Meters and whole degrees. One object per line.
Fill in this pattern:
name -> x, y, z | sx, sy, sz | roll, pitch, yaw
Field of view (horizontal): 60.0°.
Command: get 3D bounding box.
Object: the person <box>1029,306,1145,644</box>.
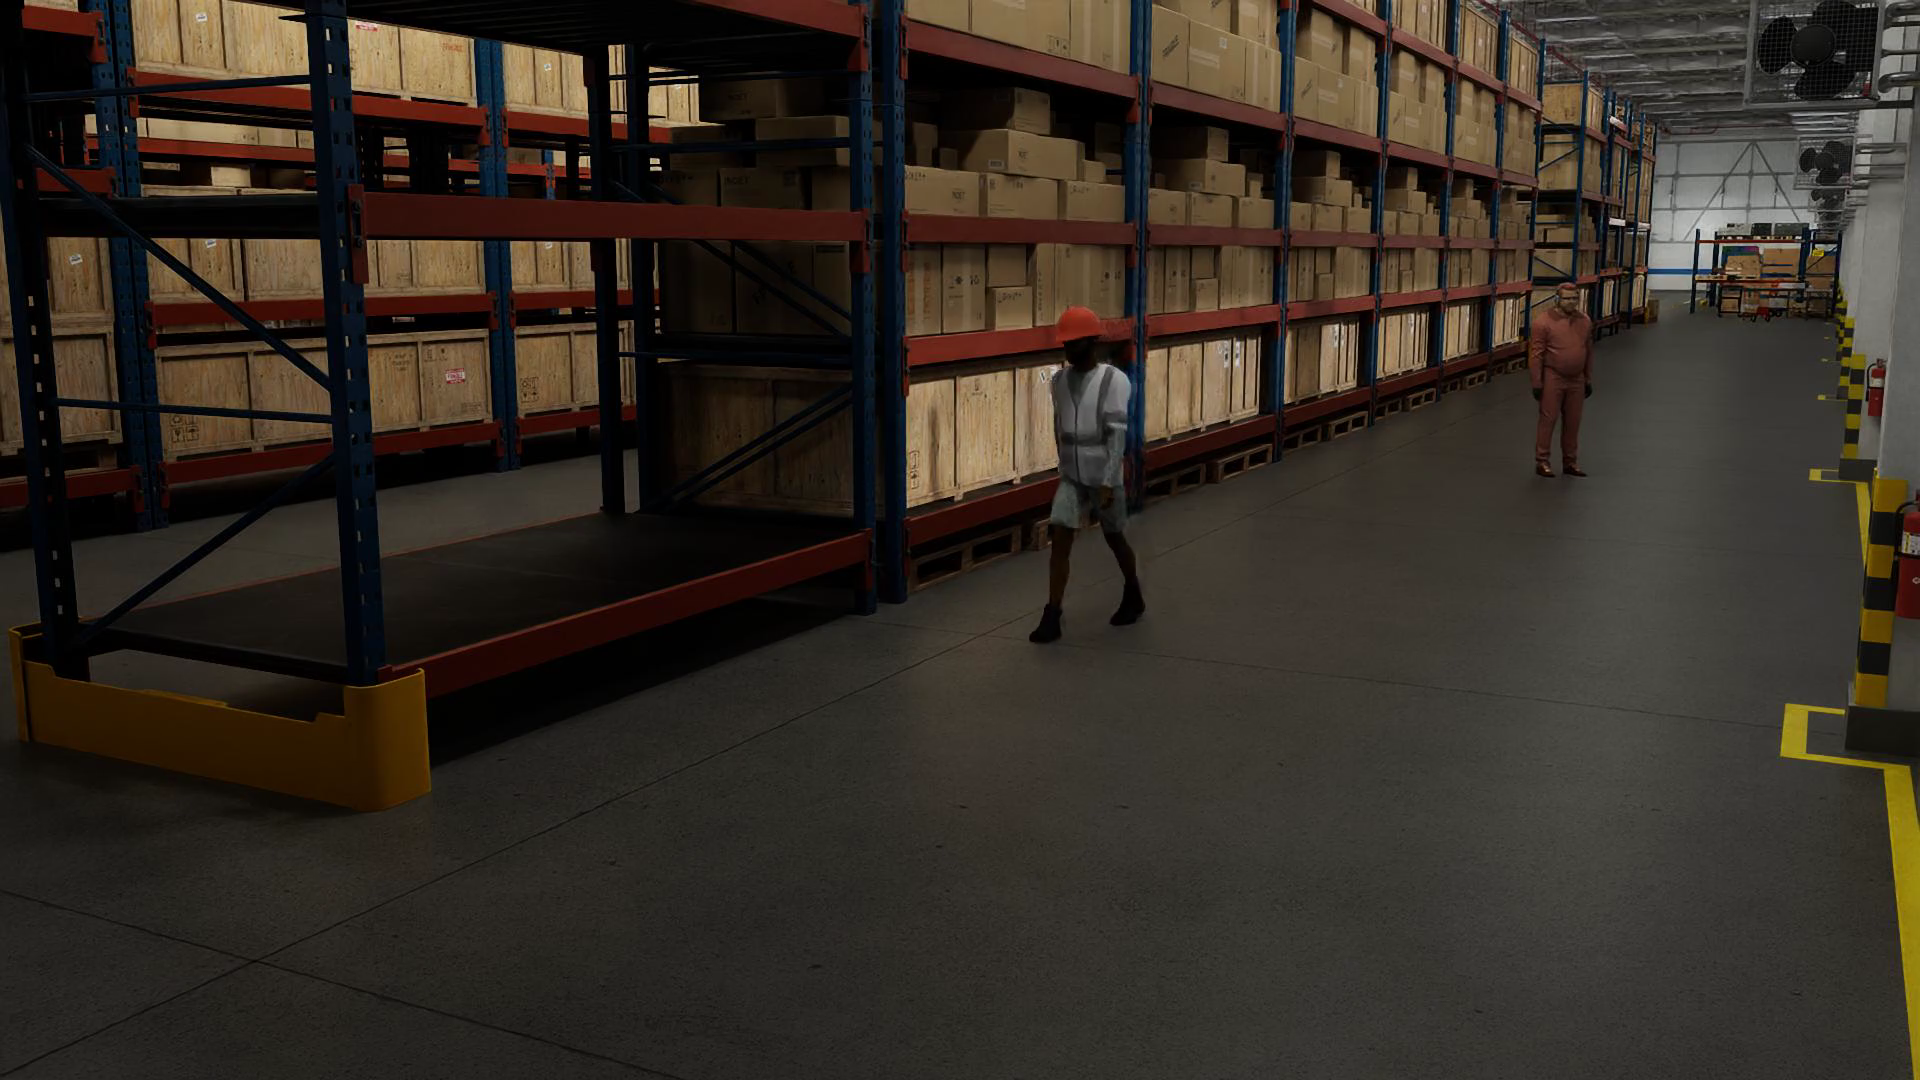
person -> 0.762, -0.387, 9.491 | 0.551, 1.893, 0.982 | 7, 12, 34

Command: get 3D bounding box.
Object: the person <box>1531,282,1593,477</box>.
person -> 5.867, -1.551, 16.184 | 0.649, 1.897, 0.399 | -2, 10, -14
